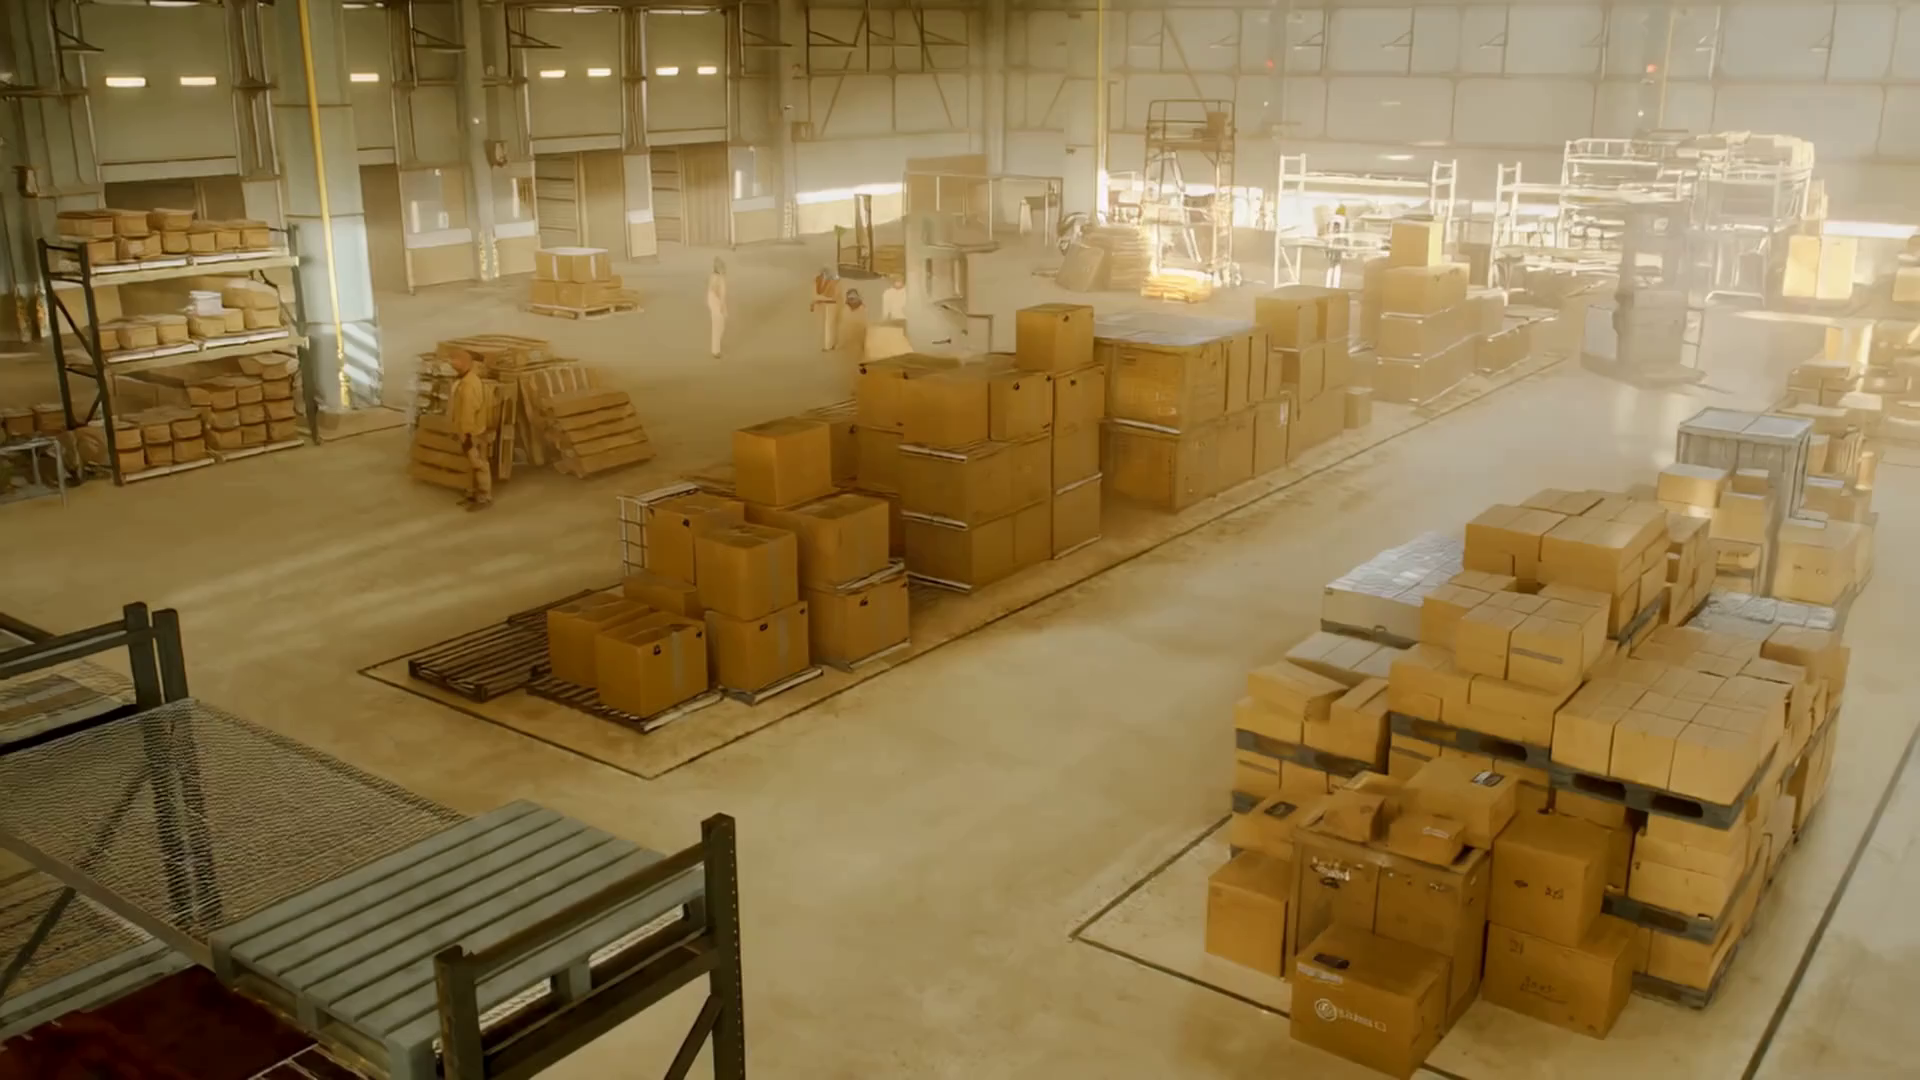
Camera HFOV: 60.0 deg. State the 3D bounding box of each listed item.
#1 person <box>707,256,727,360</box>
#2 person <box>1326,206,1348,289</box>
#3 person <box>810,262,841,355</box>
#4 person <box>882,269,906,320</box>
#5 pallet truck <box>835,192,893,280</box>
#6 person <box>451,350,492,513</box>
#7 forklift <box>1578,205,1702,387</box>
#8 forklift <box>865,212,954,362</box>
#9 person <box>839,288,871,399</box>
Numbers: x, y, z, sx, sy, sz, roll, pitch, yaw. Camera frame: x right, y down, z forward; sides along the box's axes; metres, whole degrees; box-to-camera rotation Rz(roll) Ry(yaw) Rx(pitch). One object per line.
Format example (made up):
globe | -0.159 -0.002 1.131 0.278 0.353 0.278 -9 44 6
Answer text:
person | -4.254 -4.089 29.161 0.344 1.807 0.657 -5 18 -17
person | 8.247 -6.321 36.309 0.552 1.937 0.356 -10 20 -30
person | -2.373 -4.168 29.744 0.517 1.605 0.769 8 19 25
person | -0.930 -3.392 26.648 0.628 1.918 0.508 -1 17 -3
pallet truck | -1.936 -7.159 38.982 1.885 1.965 0.823 -12 21 -34
person | -5.786 -1.291 19.662 0.372 1.934 0.627 -11 20 -33
forklift | 11.234 -4.067 27.240 1.129 2.768 1.873 -4 17 -12
forklift | -0.496 -3.696 26.012 1.873 2.768 1.129 12 20 34
person | -1.627 -3.130 26.145 0.492 1.712 0.847 5 18 17
